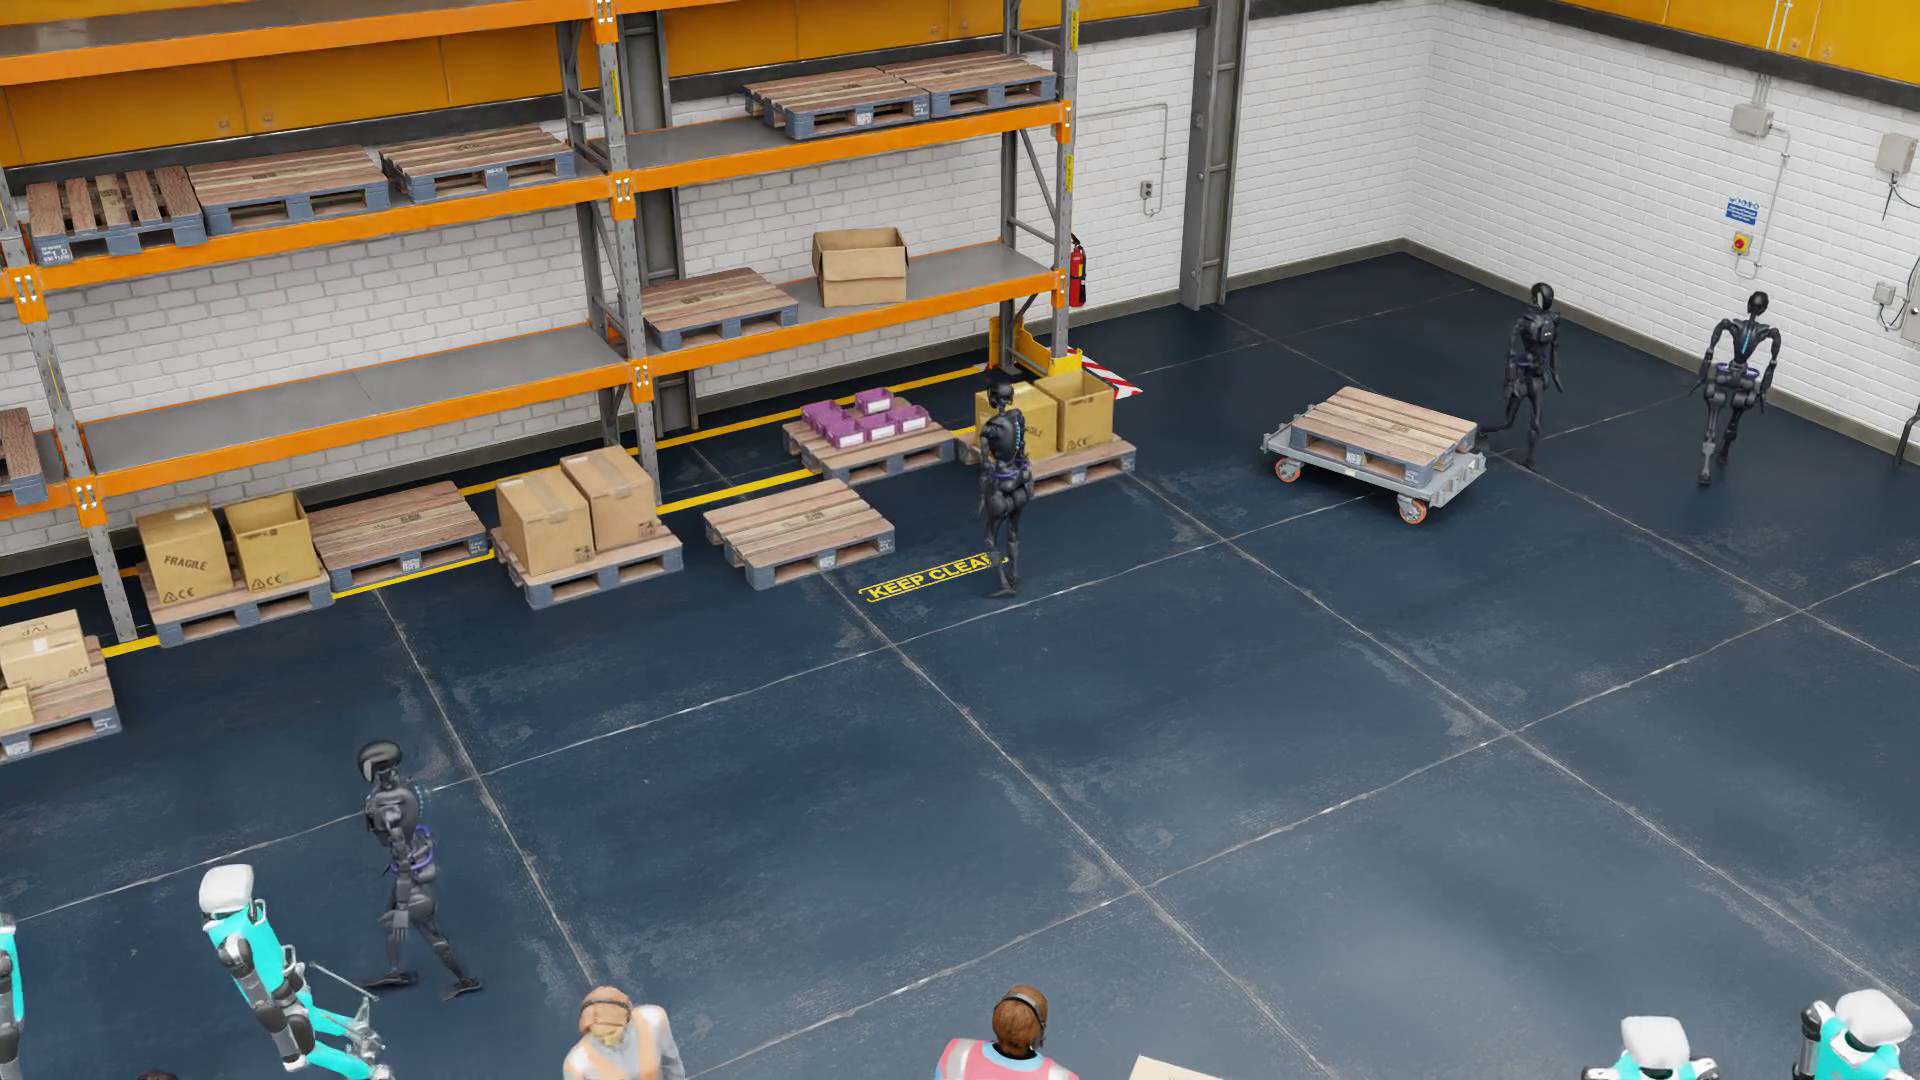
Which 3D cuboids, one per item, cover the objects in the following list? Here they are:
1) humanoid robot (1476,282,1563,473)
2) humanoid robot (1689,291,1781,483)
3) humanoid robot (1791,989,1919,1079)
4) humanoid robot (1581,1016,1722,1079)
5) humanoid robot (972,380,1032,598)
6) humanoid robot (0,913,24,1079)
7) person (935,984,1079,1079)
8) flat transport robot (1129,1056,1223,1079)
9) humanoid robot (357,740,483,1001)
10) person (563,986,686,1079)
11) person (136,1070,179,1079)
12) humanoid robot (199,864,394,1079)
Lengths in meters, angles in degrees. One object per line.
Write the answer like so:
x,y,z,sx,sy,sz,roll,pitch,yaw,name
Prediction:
4.787,-1.417,14.078,0.602,1.638,0.683,-13,32,-22,humanoid robot
6.449,-1.298,13.901,0.608,1.634,0.792,12,31,20,humanoid robot
3.812,2.533,6.990,0.769,1.769,0.530,-12,31,-19,humanoid robot
2.704,2.562,6.985,0.573,1.790,0.911,-2,30,-3,humanoid robot
0.344,-0.381,12.217,0.386,1.640,0.588,18,34,28,humanoid robot
-4.447,2.366,7.320,0.853,1.767,0.531,-20,35,-31,humanoid robot
0.213,2.564,6.854,0.629,1.836,0.431,10,31,18,person
1.167,3.212,7.289,0.659,0.231,1.431,11,31,19,flat transport robot
-2.872,1.732,8.498,0.682,1.638,0.599,-10,31,-18,humanoid robot
-1.389,2.502,7.179,0.585,1.612,0.349,-23,37,-35,person
-2.914,2.811,6.383,0.553,1.865,0.419,-8,31,-14,person
-2.891,2.187,7.684,0.842,1.835,0.560,-11,31,-19,humanoid robot
